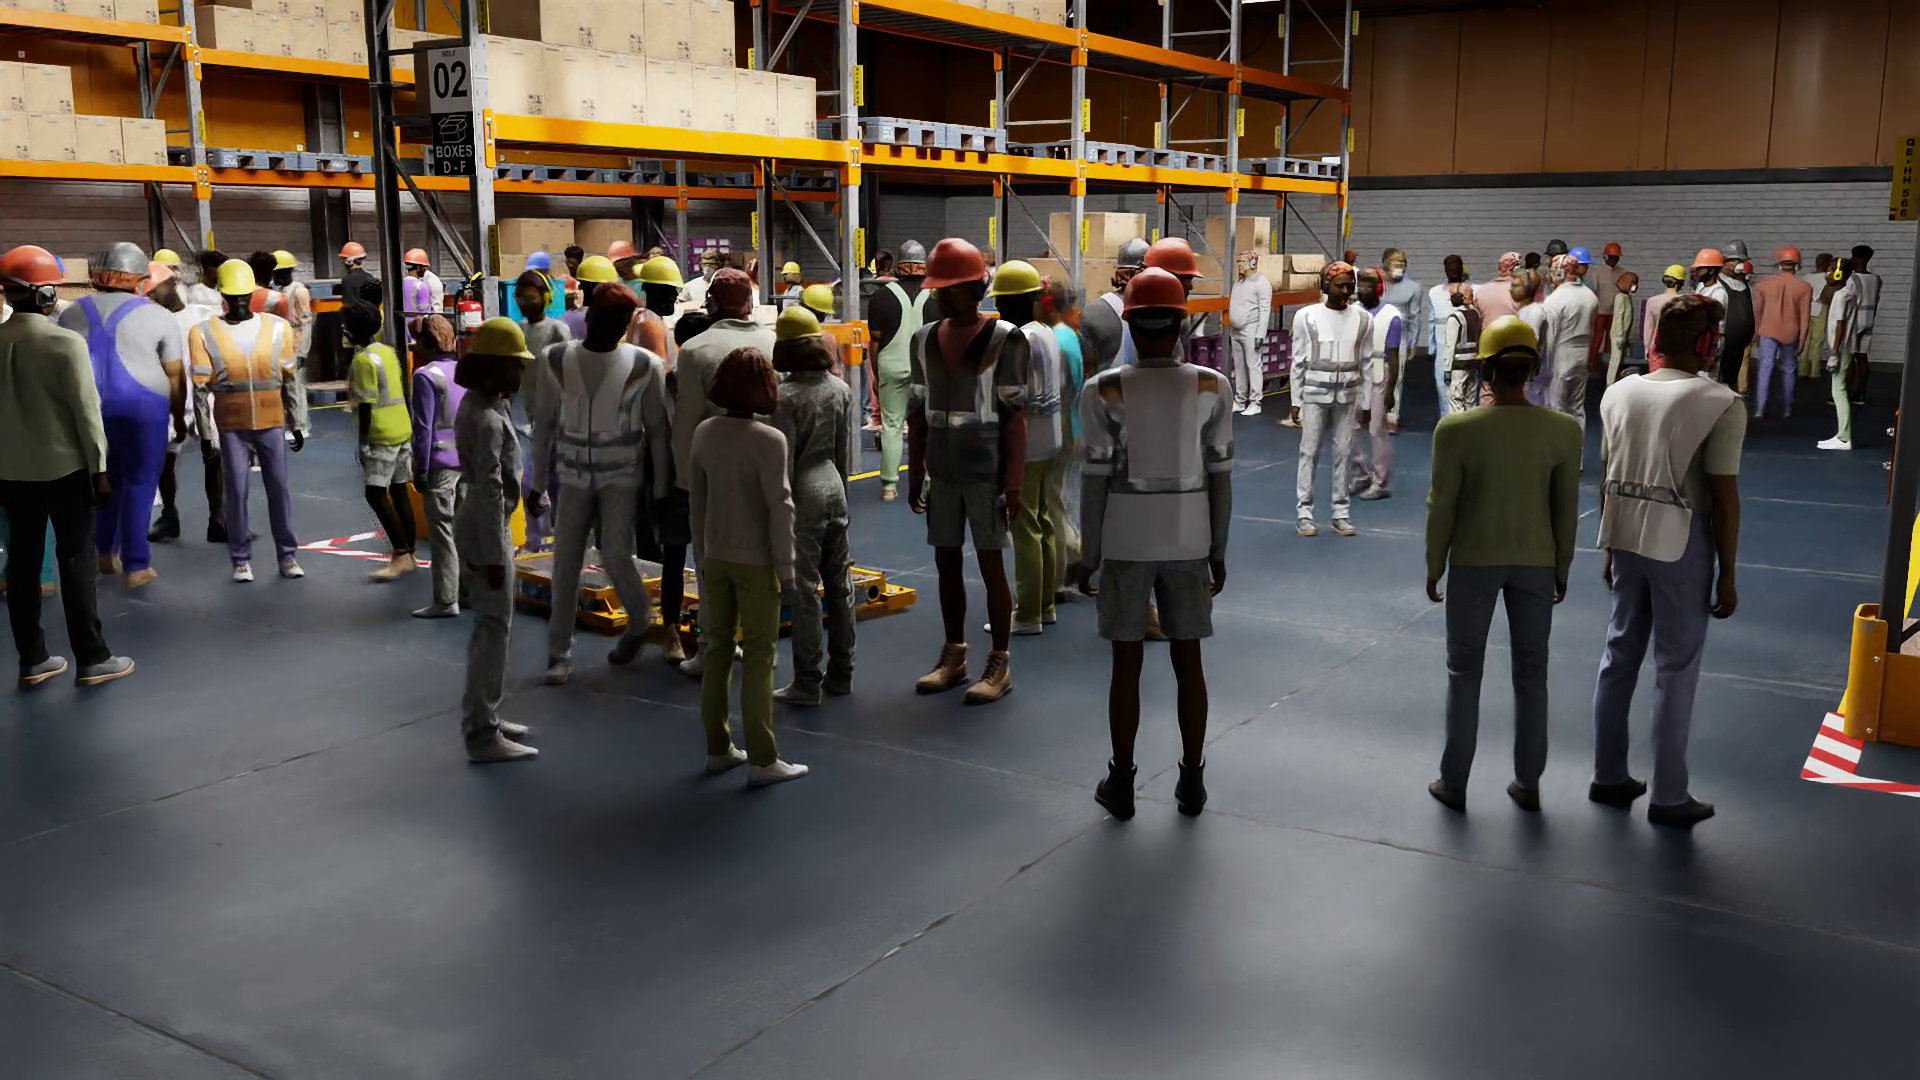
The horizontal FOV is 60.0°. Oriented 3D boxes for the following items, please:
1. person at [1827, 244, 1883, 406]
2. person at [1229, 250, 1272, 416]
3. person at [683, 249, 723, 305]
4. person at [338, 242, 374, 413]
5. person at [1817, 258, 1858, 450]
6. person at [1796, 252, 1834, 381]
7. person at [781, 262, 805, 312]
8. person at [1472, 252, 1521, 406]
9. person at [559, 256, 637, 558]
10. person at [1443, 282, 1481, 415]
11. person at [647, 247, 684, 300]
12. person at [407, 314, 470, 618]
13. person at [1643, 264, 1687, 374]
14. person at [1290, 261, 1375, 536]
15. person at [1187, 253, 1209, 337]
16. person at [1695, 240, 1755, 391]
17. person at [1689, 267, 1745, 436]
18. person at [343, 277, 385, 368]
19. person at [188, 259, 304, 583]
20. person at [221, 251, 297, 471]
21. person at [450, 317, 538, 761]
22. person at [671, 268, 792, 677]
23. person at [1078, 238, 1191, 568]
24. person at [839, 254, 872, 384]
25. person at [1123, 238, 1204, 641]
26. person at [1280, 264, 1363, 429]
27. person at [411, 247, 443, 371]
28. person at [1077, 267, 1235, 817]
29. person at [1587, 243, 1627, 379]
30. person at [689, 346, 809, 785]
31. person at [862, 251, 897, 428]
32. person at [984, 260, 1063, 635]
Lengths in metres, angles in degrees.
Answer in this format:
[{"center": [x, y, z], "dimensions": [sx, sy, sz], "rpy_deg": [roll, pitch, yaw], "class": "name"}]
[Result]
[{"center": [10.981, -2.626, 20.389], "dimensions": [0.606, 1.966, 0.367], "rpy_deg": [-5, 11, -25], "class": "person"}, {"center": [3.315, -2.400, 19.296], "dimensions": [0.406, 1.910, 0.639], "rpy_deg": [-5, 11, -25], "class": "person"}, {"center": [-2.495, -1.970, 16.870], "dimensions": [0.635, 1.931, 0.369], "rpy_deg": [1, 10, 7], "class": "person"}, {"center": [-7.088, -2.499, 19.598], "dimensions": [0.375, 1.997, 0.611], "rpy_deg": [2, 10, 9], "class": "person"}, {"center": [8.553, -1.806, 16.178], "dimensions": [0.380, 1.855, 0.520], "rpy_deg": [6, 12, 29], "class": "person"}, {"center": [12.321, -3.211, 23.962], "dimensions": [0.372, 1.843, 0.570], "rpy_deg": [-4, 11, -19], "class": "person"}, {"center": [-2.158, -2.712, 21.482], "dimensions": [0.295, 1.743, 0.492], "rpy_deg": [-6, 12, -32], "class": "person"}, {"center": [5.117, -1.732, 15.599], "dimensions": [0.402, 1.911, 0.639], "rpy_deg": [-8, 13, -36], "class": "person"}, {"center": [-2.264, -0.797, 10.368], "dimensions": [0.594, 1.922, 0.377], "rpy_deg": [9, 14, 42], "class": "person"}, {"center": [4.695, -1.593, 15.599], "dimensions": [0.514, 1.634, 0.313], "rpy_deg": [-10, 14, -43], "class": "person"}, {"center": [-3.702, -2.629, 20.480], "dimensions": [0.628, 1.940, 0.373], "rpy_deg": [0, 10, -2], "class": "person"}, {"center": [-2.780, -0.398, 8.974], "dimensions": [0.315, 1.632, 0.523], "rpy_deg": [2, 10, 9], "class": "person"}, {"center": [7.468, -2.008, 17.519], "dimensions": [0.311, 1.768, 0.533], "rpy_deg": [-10, 14, -44], "class": "person"}, {"center": [2.549, -0.959, 11.403], "dimensions": [0.583, 1.879, 0.359], "rpy_deg": [-1, 10, -4], "class": "person"}, {"center": [3.718, -3.656, 26.497], "dimensions": [0.606, 1.815, 0.425], "rpy_deg": [6, 12, 29], "class": "person"}, {"center": [7.800, -2.040, 16.936], "dimensions": [0.681, 2.000, 0.535], "rpy_deg": [-6, 12, -29], "class": "person"}, {"center": [7.712, -1.935, 17.073], "dimensions": [0.845, 1.796, 0.542], "rpy_deg": [7, 12, 35], "class": "person"}, {"center": [-5.117, -1.445, 14.587], "dimensions": [0.536, 1.697, 0.322], "rpy_deg": [1, 10, 3], "class": "person"}, {"center": [-4.220, -0.699, 9.870], "dimensions": [0.591, 1.912, 0.397], "rpy_deg": [-7, 12, -33], "class": "person"}, {"center": [-6.199, -1.578, 14.698], "dimensions": [0.630, 1.928, 0.514], "rpy_deg": [1, 10, 6], "class": "person"}, {"center": [-1.807, 0.001, 6.485], "dimensions": [0.342, 1.729, 0.542], "rpy_deg": [-4, 11, -23], "class": "person"}, {"center": [-1.057, -0.306, 7.745], "dimensions": [0.654, 1.895, 0.400], "rpy_deg": [-9, 14, -42], "class": "person"}, {"center": [1.060, -0.841, 10.288], "dimensions": [0.689, 2.000, 0.538], "rpy_deg": [0, 10, 2], "class": "person"}, {"center": [-1.458, -3.153, 23.506], "dimensions": [0.550, 1.905, 0.603], "rpy_deg": [-4, 11, -20], "class": "person"}, {"center": [1.018, -0.505, 8.463], "dimensions": [0.409, 2.035, 0.610], "rpy_deg": [0, 10, -2], "class": "person"}, {"center": [3.866, -2.053, 17.765], "dimensions": [0.892, 1.764, 0.670], "rpy_deg": [5, 11, 25], "class": "person"}, {"center": [-6.169, -2.376, 19.077], "dimensions": [0.632, 1.940, 0.372], "rpy_deg": [7, 13, 35], "class": "person"}, {"center": [0.675, 0.023, 5.845], "dimensions": [0.543, 1.918, 0.374], "rpy_deg": [0, 10, -3], "class": "person"}, {"center": [9.477, -3.345, 24.338], "dimensions": [0.615, 1.983, 0.419], "rpy_deg": [-3, 11, -18], "class": "person"}, {"center": [-0.805, 0.095, 6.231], "dimensions": [0.503, 1.632, 0.274], "rpy_deg": [9, 13, 40], "class": "person"}, {"center": [-0.783, -2.099, 17.641], "dimensions": [0.597, 1.908, 0.401], "rpy_deg": [-8, 13, -39], "class": "person"}, {"center": [0.321, -0.469, 8.573], "dimensions": [0.398, 1.920, 0.586], "rpy_deg": [3, 11, 18], "class": "person"}]
